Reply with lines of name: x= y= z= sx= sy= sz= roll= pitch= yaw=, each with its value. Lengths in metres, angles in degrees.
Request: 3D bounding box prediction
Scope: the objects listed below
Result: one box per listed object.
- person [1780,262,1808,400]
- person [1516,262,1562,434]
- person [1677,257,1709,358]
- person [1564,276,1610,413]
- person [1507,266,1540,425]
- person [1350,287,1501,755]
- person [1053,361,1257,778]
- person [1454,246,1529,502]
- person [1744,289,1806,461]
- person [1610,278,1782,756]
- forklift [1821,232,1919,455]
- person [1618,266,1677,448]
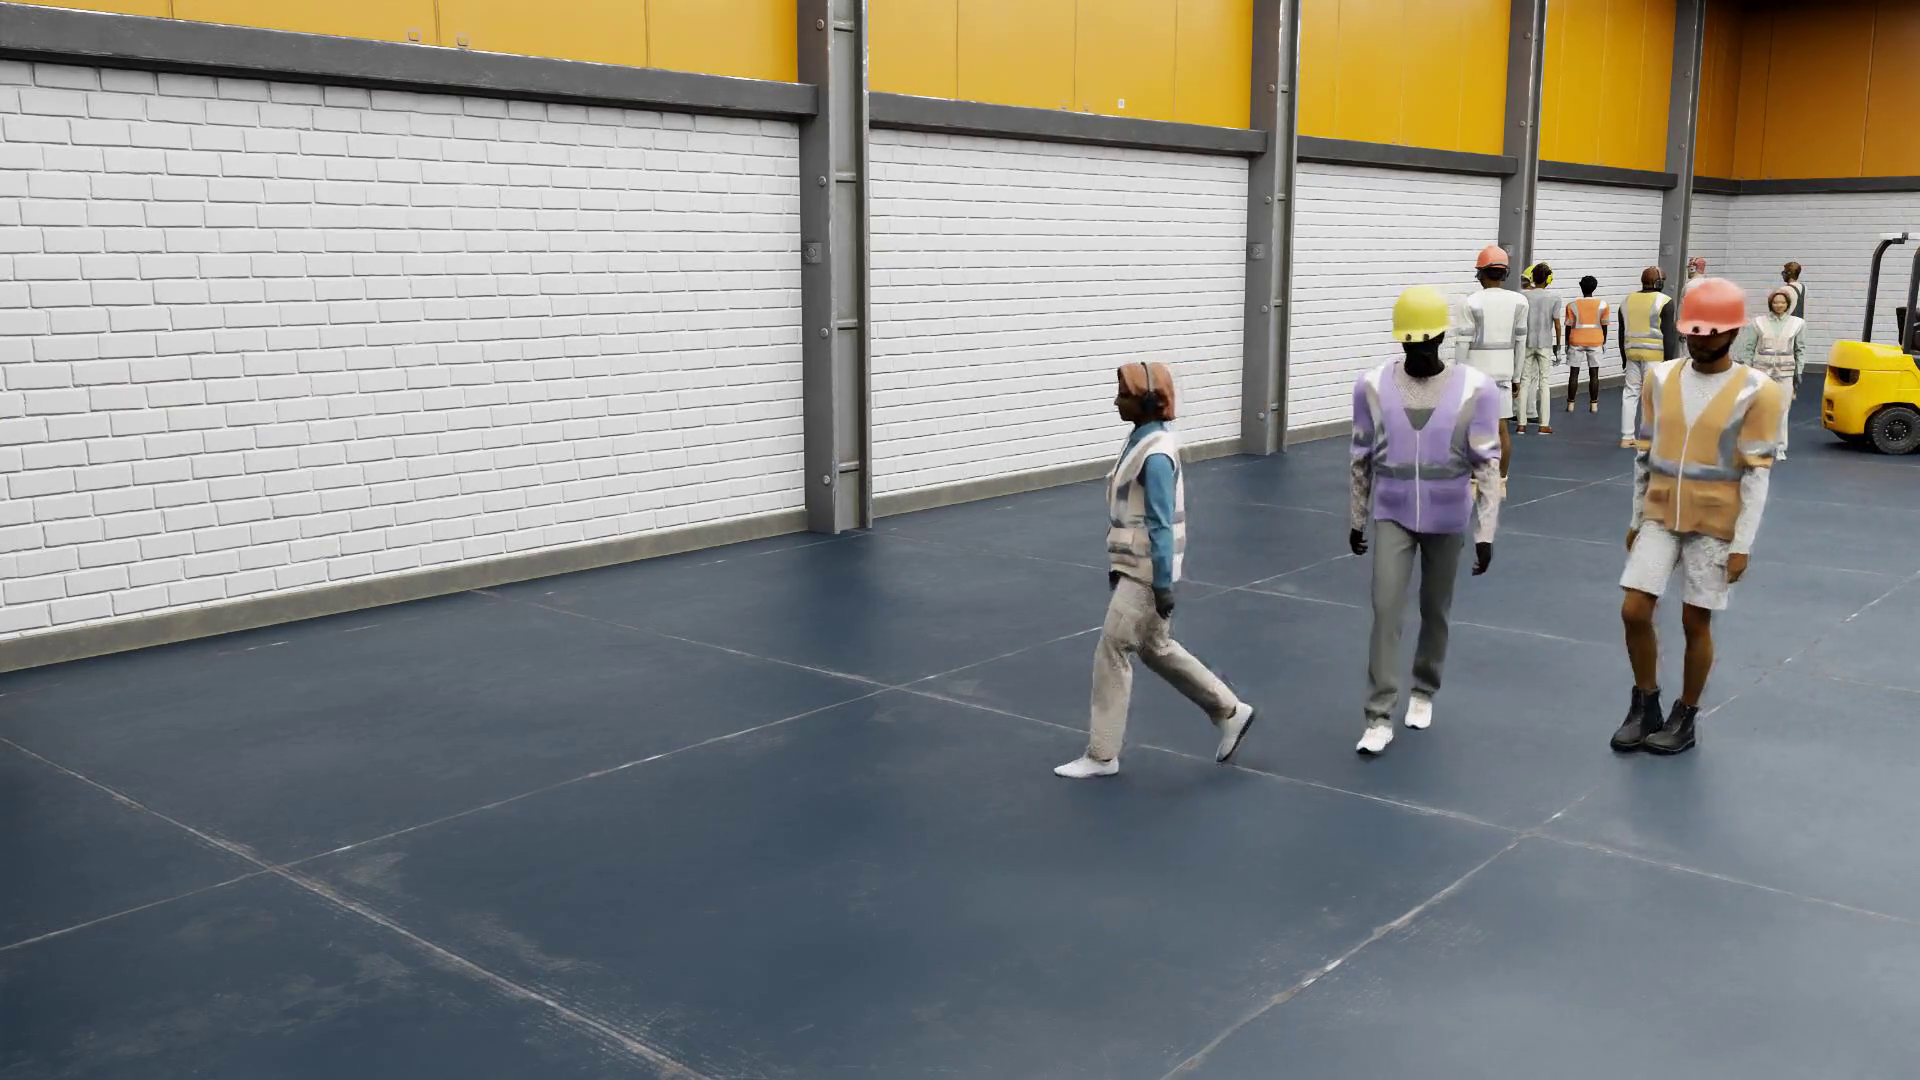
person: x=11.010 y=-2.770 z=22.131 sx=0.507 sy=1.846 sz=0.345 roll=-6 pitch=12 yaw=-31
person: x=6.302 y=-2.086 z=18.172 sx=0.534 sy=1.869 sz=0.311 roll=5 pitch=11 yaw=28
person: x=9.835 y=-2.837 z=22.339 sx=0.651 sy=1.906 sz=0.403 roll=-9 pitch=13 yaw=-41
person: x=7.727 y=-2.413 z=20.545 sx=0.532 sy=1.694 sz=0.320 roll=3 pitch=10 yaw=17
person: x=6.540 y=-2.233 z=19.141 sx=0.403 sy=1.822 sz=0.587 roll=-4 pitch=11 yaw=-24
person: x=1.868 y=-0.082 z=6.754 sx=0.609 sy=1.863 sz=0.926 roll=4 pitch=11 yaw=21
person: x=0.765 y=0.116 z=6.358 sx=0.743 sy=1.610 sz=0.514 roll=0 pitch=10 yaw=2
person: x=4.211 y=-1.320 z=13.316 sx=0.607 sy=2.044 sz=0.379 roll=-2 pitch=10 yaw=-11
person: x=7.790 y=-1.576 z=15.929 sx=0.525 sy=1.637 sz=0.307 roll=5 pitch=11 yaw=25
person: x=2.852 y=-0.059 z=6.505 sx=0.545 sy=1.905 sz=0.577 roll=-9 pitch=13 yaw=-42
forklift: x=9.955 y=-1.972 z=16.595 sx=2.313 sy=2.155 sz=1.214 roll=1 pitch=10 yaw=8
person: x=6.935 y=-1.825 z=16.764 sx=0.429 sy=1.844 sz=0.625 roll=-6 pitch=12 yaw=-32
